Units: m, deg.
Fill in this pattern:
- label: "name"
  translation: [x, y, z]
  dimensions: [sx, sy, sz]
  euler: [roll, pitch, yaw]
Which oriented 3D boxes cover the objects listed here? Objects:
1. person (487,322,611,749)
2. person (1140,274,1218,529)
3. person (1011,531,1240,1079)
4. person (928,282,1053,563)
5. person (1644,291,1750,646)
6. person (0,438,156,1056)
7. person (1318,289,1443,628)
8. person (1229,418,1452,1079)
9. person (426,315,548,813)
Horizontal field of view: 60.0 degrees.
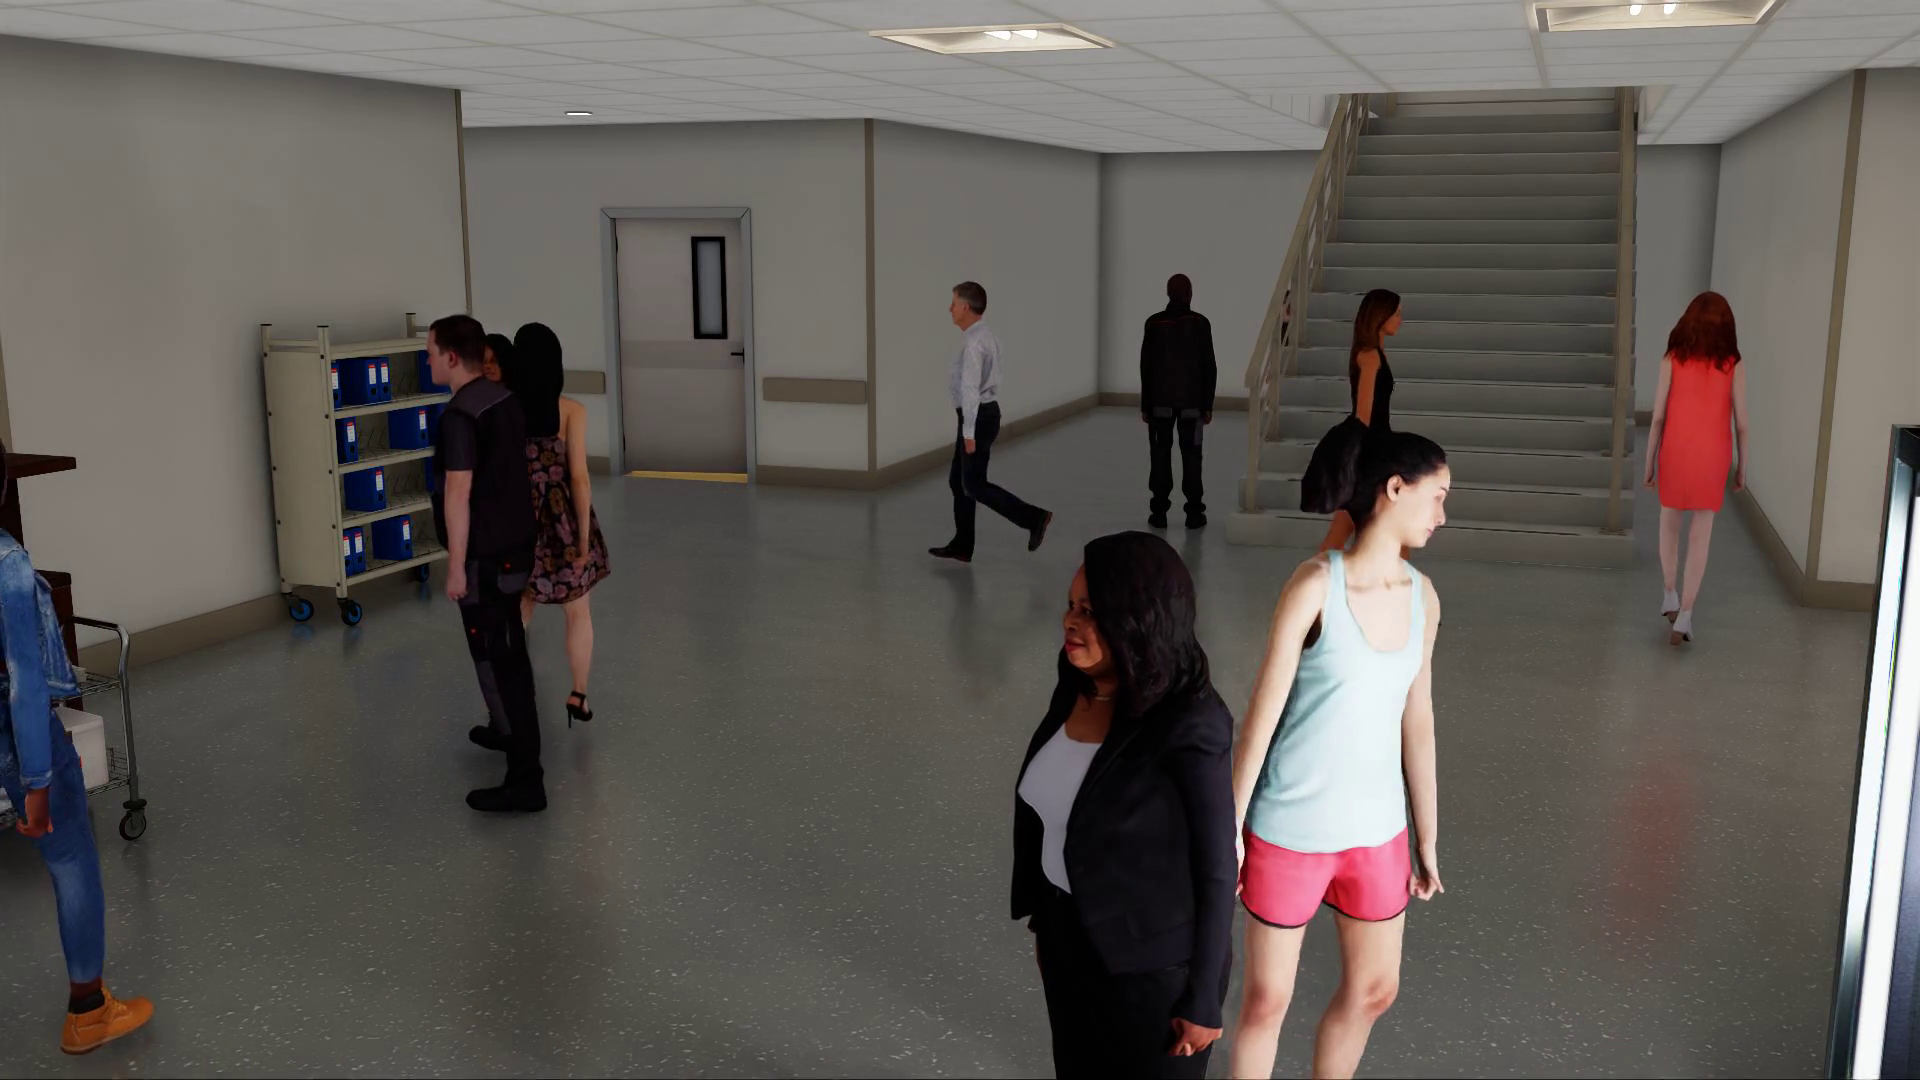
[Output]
- label: "person"
  translation: [-1.732, 0.029, 6.749]
  dimensions: [0.856, 1.741, 1.212]
  euler: [1, 11, 4]
- label: "person"
  translation: [1.557, -1.003, 11.978]
  dimensions: [0.742, 1.820, 0.653]
  euler: [2, 11, 10]
- label: "person"
  translation: [0.326, 0.773, 3.167]
  dimensions: [0.808, 1.616, 0.774]
  euler: [-7, 13, -34]
- label: "person"
  translation: [0.186, -0.713, 10.531]
  dimensions: [0.808, 1.789, 1.028]
  euler: [2, 11, 13]
- label: "person"
  translation: [3.757, -0.342, 8.547]
  dimensions: [0.705, 1.800, 0.937]
  euler: [6, 12, 28]
- label: "person"
  translation: [-2.427, 0.580, 4.008]
  dimensions: [0.617, 1.681, 1.133]
  euler: [3, 11, 17]
- label: "person"
  translation: [2.021, -0.384, 8.760]
  dimensions: [0.752, 1.804, 0.921]
  euler: [2, 11, 12]
- label: "person"
  translation: [0.715, 0.625, 3.546]
  dimensions: [0.787, 1.765, 0.821]
  euler: [-2, 11, -10]
- label: "person"
  translation: [-1.755, 0.078, 6.271]
  dimensions: [1.044, 1.823, 0.823]
  euler: [0, 11, 1]
